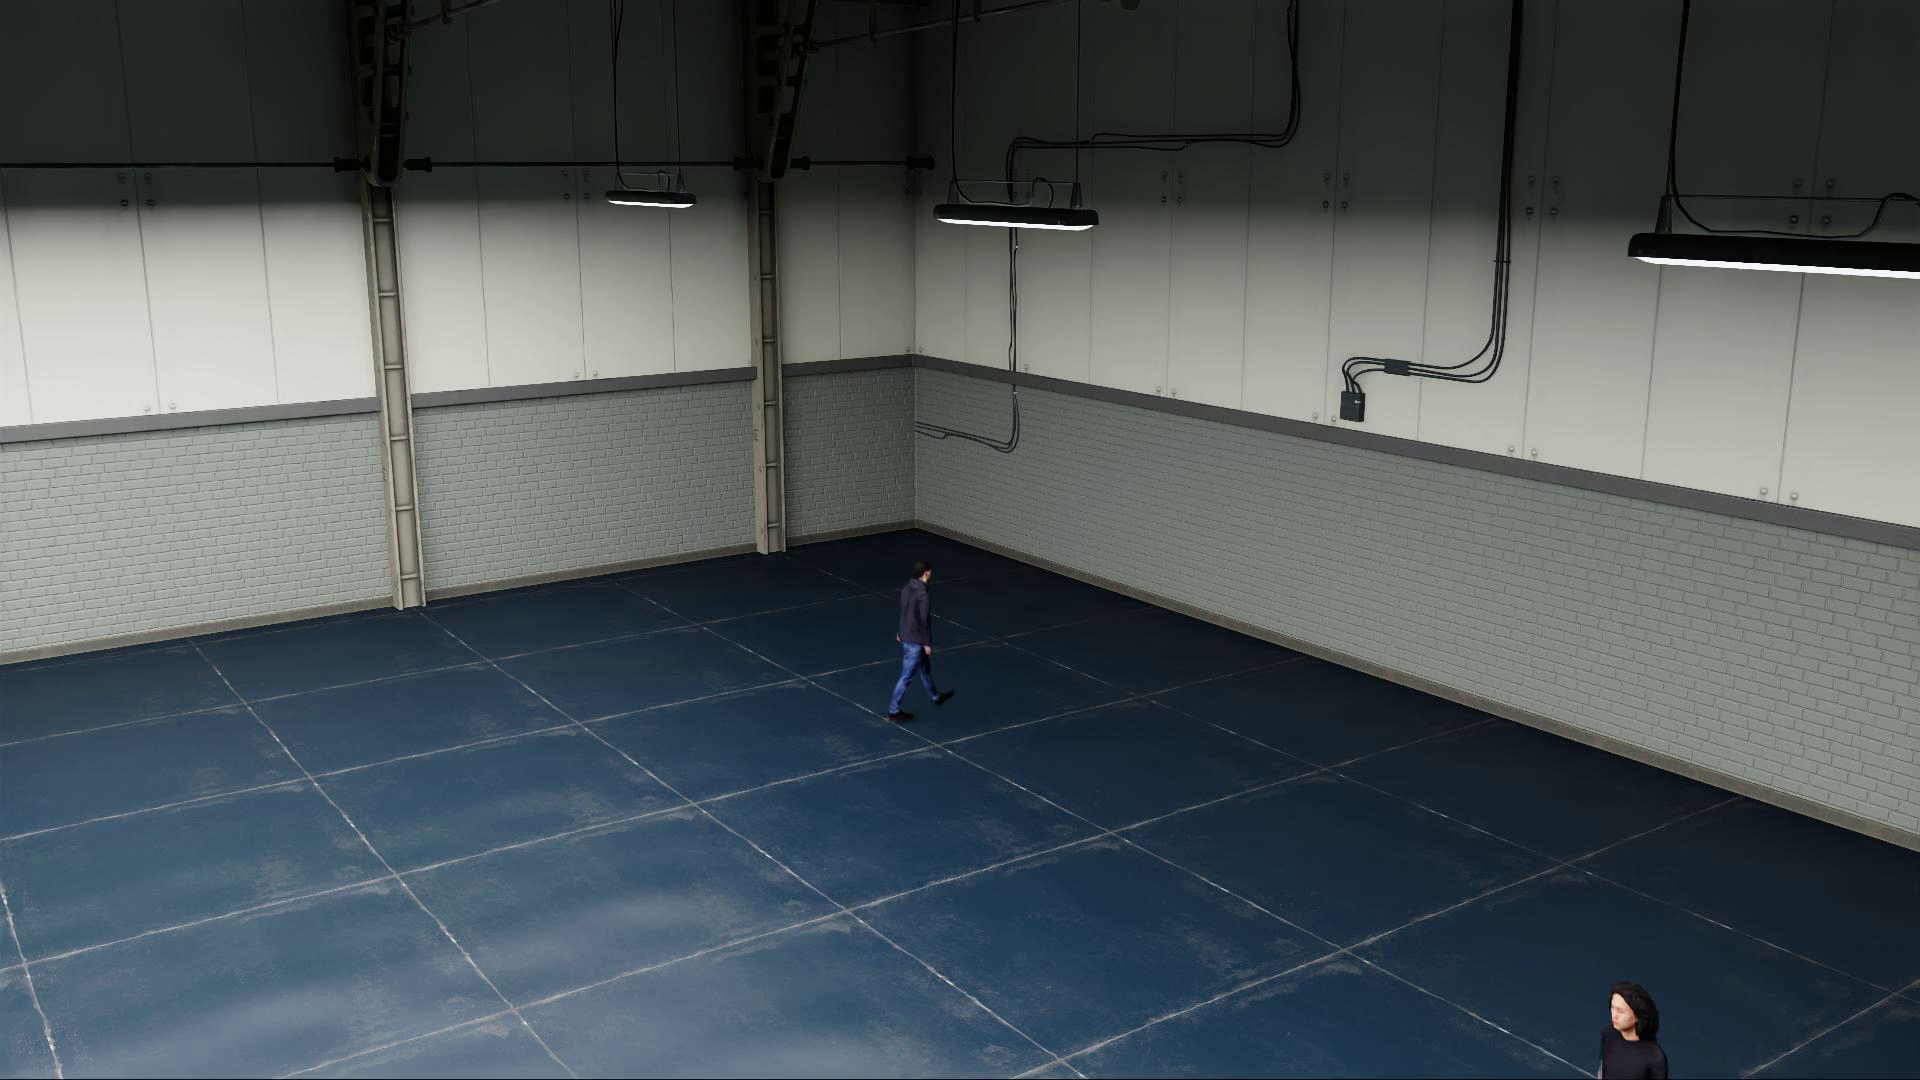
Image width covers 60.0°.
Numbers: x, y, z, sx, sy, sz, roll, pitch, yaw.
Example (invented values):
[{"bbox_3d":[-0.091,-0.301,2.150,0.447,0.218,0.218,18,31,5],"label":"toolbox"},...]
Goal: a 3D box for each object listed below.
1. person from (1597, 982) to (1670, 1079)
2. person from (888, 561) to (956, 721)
[{"bbox_3d":[3.951,3.416,9.717,1.003,1.809,0.744,-6,14,-25],"label":"person"},{"bbox_3d":[-0.621,1.196,19.266,1.229,1.825,0.870,-5,14,-21],"label":"person"}]
